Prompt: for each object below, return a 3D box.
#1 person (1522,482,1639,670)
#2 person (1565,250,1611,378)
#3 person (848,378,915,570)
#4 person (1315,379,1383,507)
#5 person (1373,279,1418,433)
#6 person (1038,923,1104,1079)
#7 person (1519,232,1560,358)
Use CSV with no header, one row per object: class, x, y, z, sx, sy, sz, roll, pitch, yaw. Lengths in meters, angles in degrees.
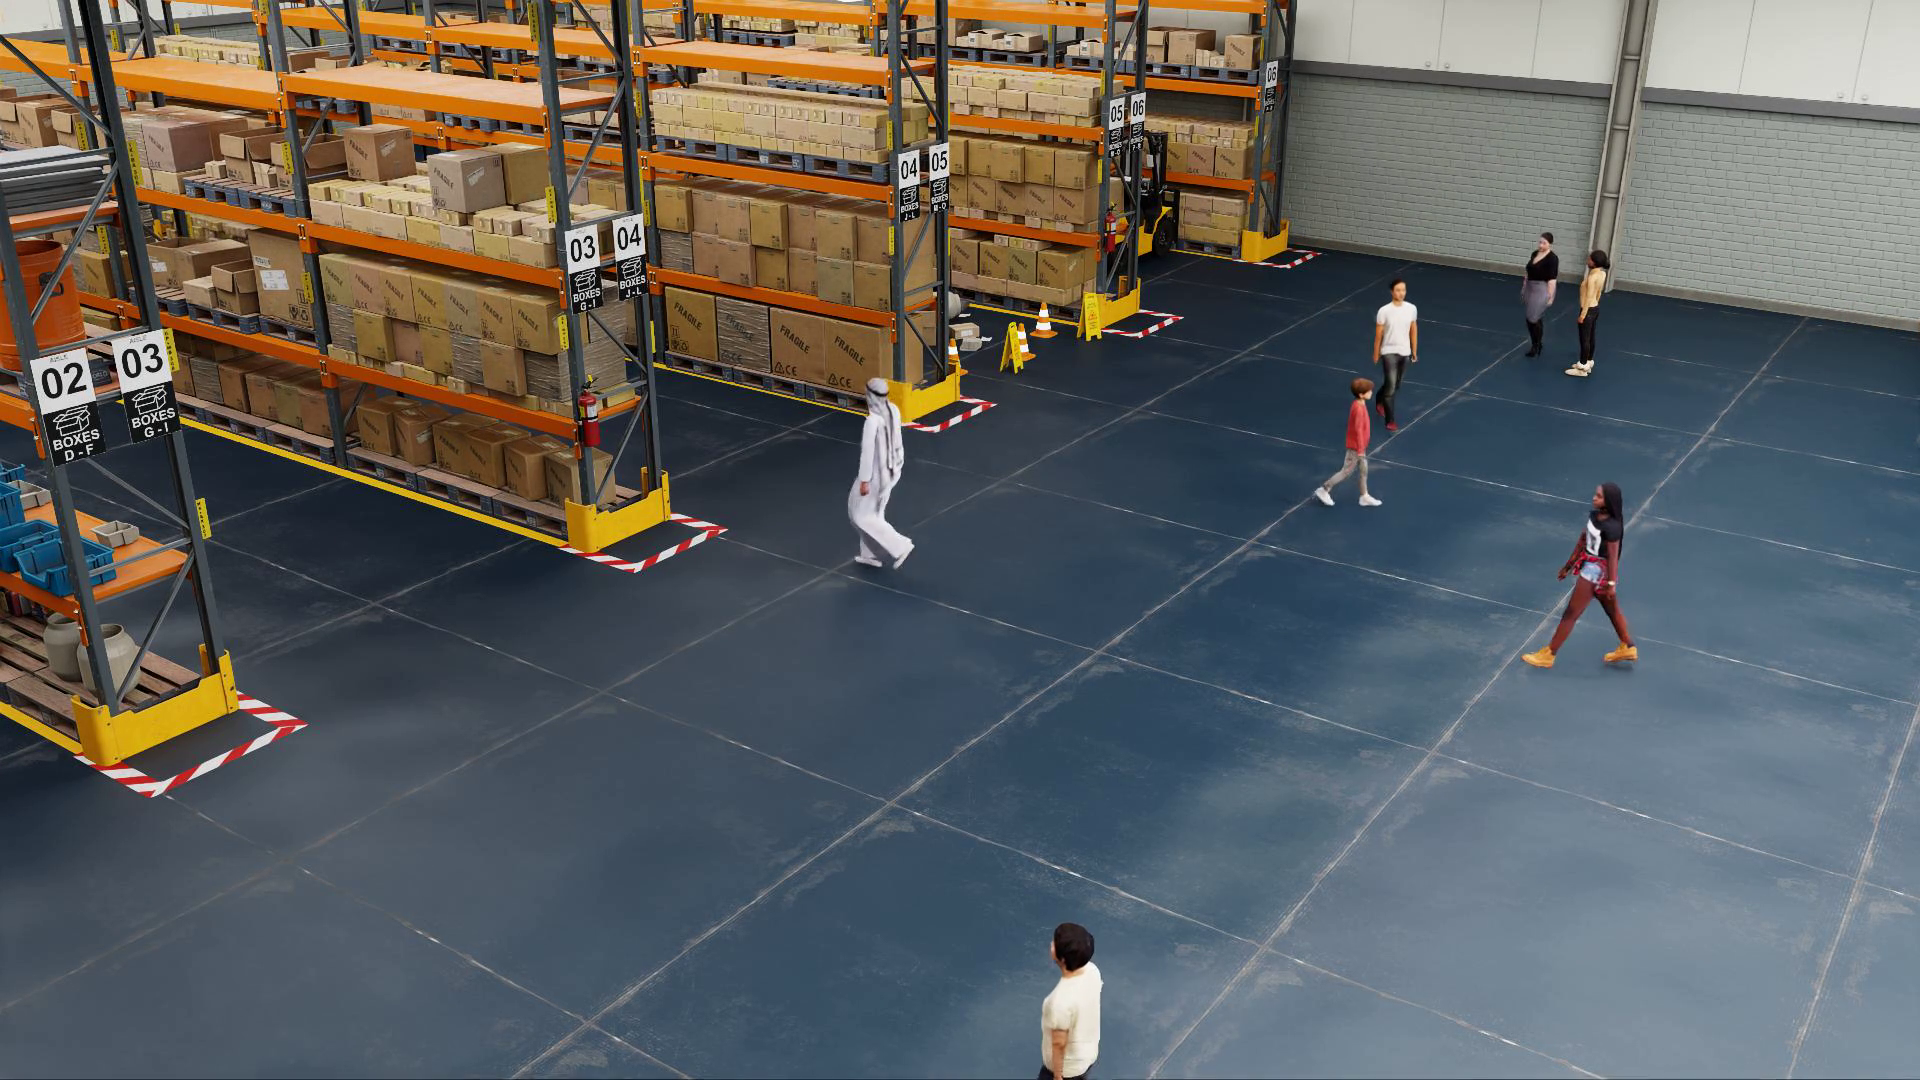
person,5.396,0.334,13.849,1.287,1.677,1.050,1,23,3
person,8.188,-2.960,21.616,0.578,1.660,0.595,18,29,36
person,-0.711,-0.588,15.718,0.973,1.910,0.817,9,25,20
person,4.053,-1.004,17.345,0.994,1.403,0.757,5,24,12
person,5.137,-2.226,19.742,1.072,1.776,1.168,-6,24,-13
person,0.618,2.668,8.485,0.715,1.579,0.588,15,27,31
person,7.837,-3.263,22.229,0.866,1.738,0.800,-5,24,-11
